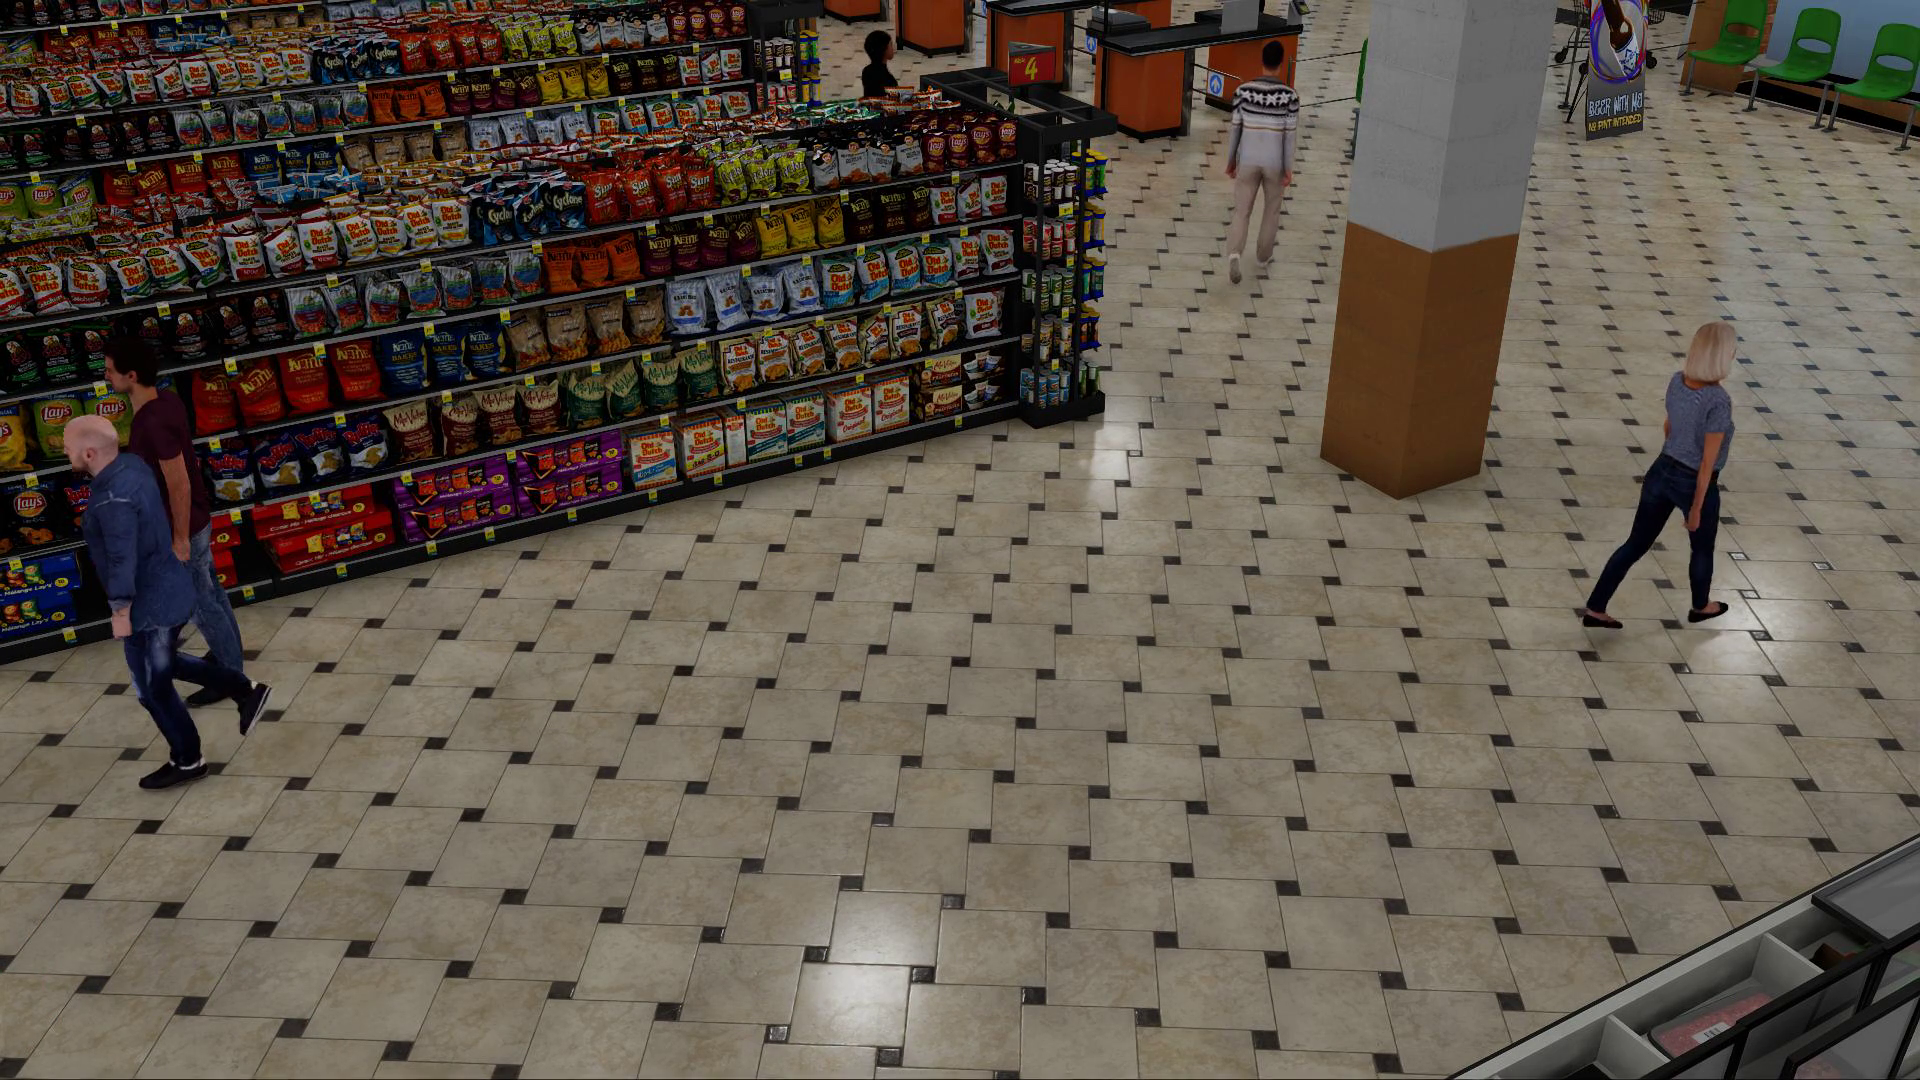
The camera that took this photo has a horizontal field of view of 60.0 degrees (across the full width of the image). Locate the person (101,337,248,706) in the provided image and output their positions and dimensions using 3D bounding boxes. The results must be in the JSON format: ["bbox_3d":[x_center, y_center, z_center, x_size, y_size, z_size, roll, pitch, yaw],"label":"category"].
[{"bbox_3d":[-3.683,-0.096,7.850,0.565,1.849,0.683,-12,31,-20],"label":"person"}]

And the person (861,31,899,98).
[{"bbox_3d":[-0.768,-3.457,14.213,0.885,1.651,1.052,23,36,36],"label":"person"}]

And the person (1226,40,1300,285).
[{"bbox_3d":[2.360,-2.955,13.090,1.091,1.845,1.178,9,30,16],"label":"person"}]

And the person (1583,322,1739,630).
[{"bbox_3d":[3.523,-0.252,8.309,1.143,1.682,0.725,-9,30,-17],"label":"person"}]

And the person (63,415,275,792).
[{"bbox_3d":[-3.432,0.276,7.208,0.906,1.810,0.786,-9,30,-17],"label":"person"}]
